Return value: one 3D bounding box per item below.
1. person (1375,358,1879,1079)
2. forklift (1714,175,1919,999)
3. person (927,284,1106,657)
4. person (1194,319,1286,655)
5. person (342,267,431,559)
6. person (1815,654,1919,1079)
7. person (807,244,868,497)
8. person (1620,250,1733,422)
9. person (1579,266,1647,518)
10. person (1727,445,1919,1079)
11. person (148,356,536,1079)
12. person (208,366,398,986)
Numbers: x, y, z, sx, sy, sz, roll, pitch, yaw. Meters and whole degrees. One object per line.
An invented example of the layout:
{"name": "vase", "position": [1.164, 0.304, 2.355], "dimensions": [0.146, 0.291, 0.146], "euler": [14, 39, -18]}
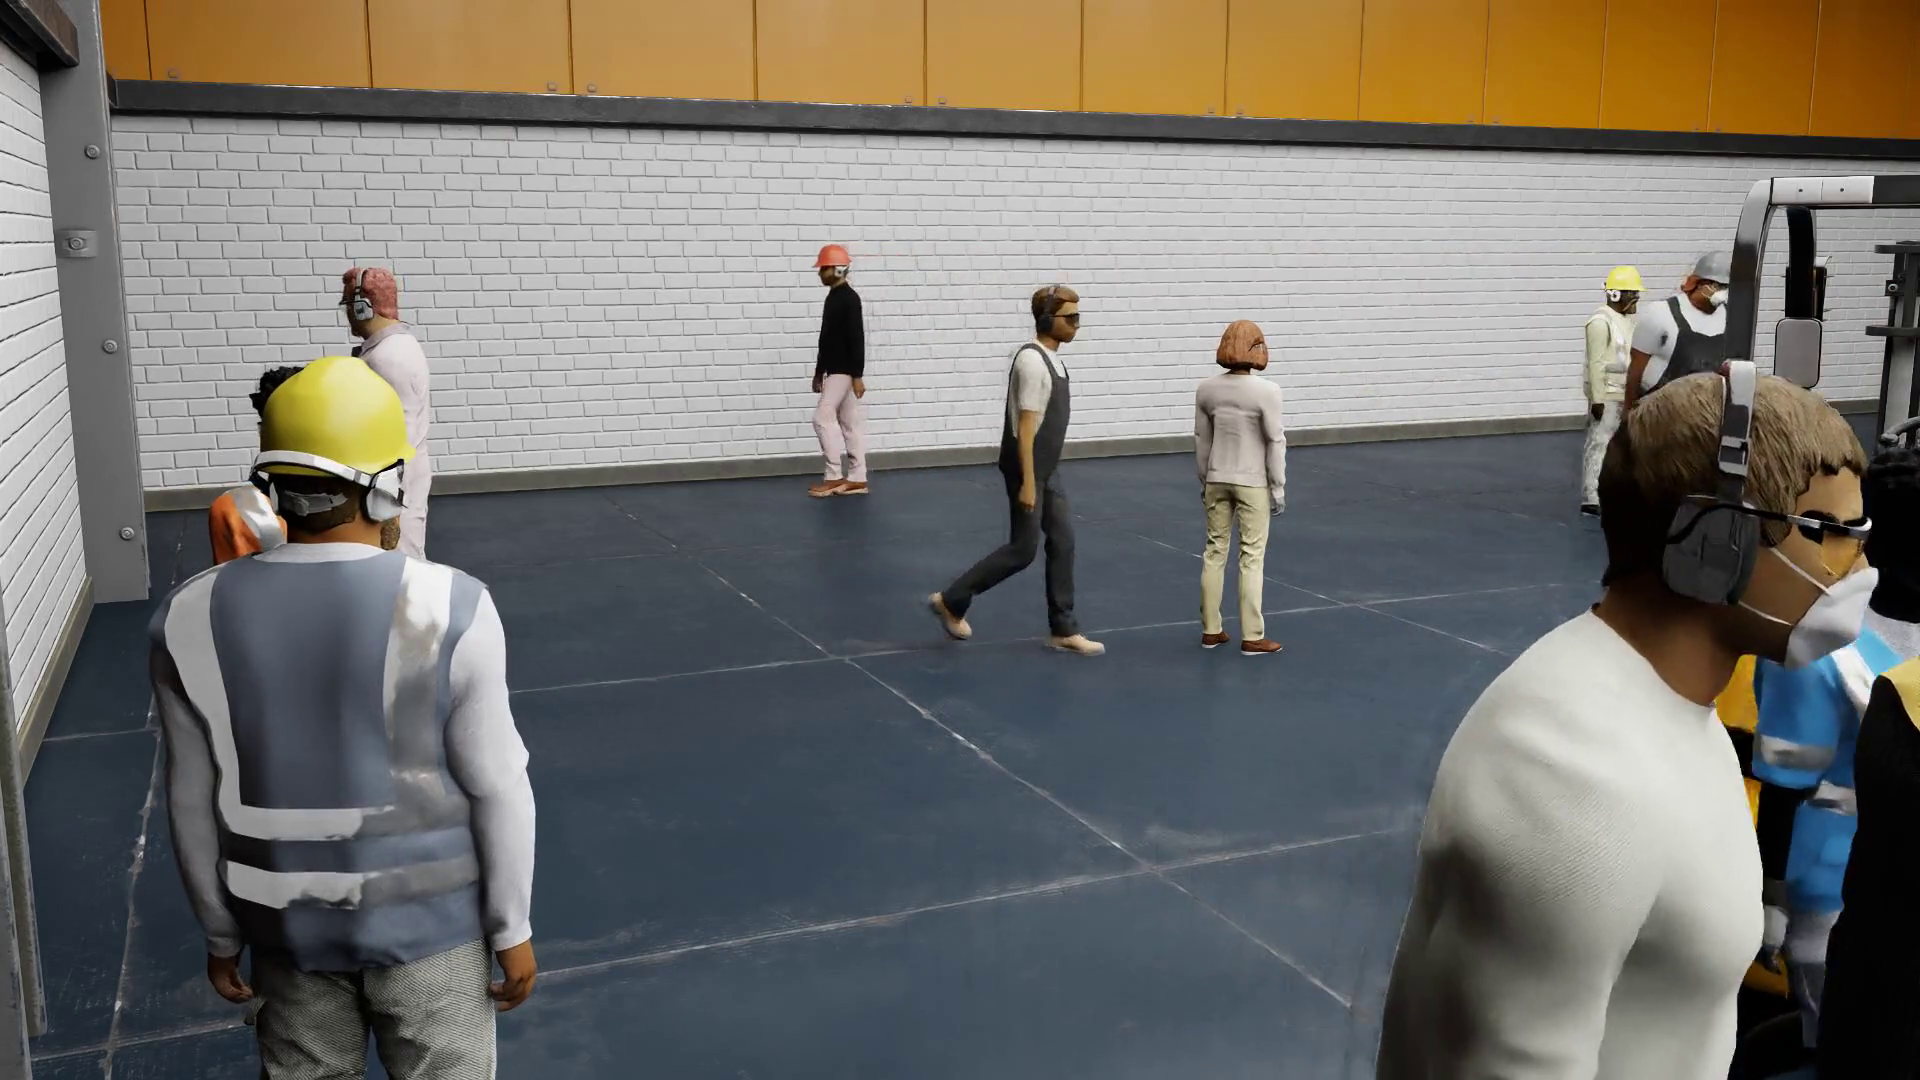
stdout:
{"name": "person", "position": [0.604, 0.770, 1.721], "dimensions": [0.488, 1.909, 0.646], "euler": [5, 11, 25]}
{"name": "forklift", "position": [2.810, 0.094, 4.662], "dimensions": [1.214, 2.155, 2.313], "euler": [7, 12, 34]}
{"name": "person", "position": [0.277, -0.330, 8.055], "dimensions": [0.806, 1.821, 0.535], "euler": [3, 11, 18]}
{"name": "person", "position": [1.368, -0.256, 8.126], "dimensions": [0.500, 1.636, 0.282], "euler": [9, 14, 41]}
{"name": "person", "position": [-2.454, -0.204, 7.106], "dimensions": [0.402, 1.902, 0.652], "euler": [-3, 11, -15]}
{"name": "person", "position": [1.349, 0.736, 2.092], "dimensions": [0.628, 1.845, 0.429], "euler": [-1, 10, -6]}
{"name": "person", "position": [-1.025, -1.320, 13.055], "dimensions": [0.678, 1.967, 0.638], "euler": [-3, 11, -16]}
{"name": "person", "position": [4.655, -0.918, 10.661], "dimensions": [0.690, 2.000, 1.102], "euler": [-3, 11, -14]}
{"name": "person", "position": [4.743, -1.069, 12.090], "dimensions": [0.403, 1.825, 0.593], "euler": [9, 14, 42]}
{"name": "person", "position": [1.679, 0.627, 3.177], "dimensions": [0.536, 1.667, 0.791], "euler": [-4, 11, -22]}
{"name": "person", "position": [-0.992, 0.614, 2.789], "dimensions": [0.589, 1.834, 0.403], "euler": [0, 10, 2]}
{"name": "person", "position": [-1.739, 0.380, 4.489], "dimensions": [0.320, 1.690, 0.535], "euler": [8, 13, 38]}
